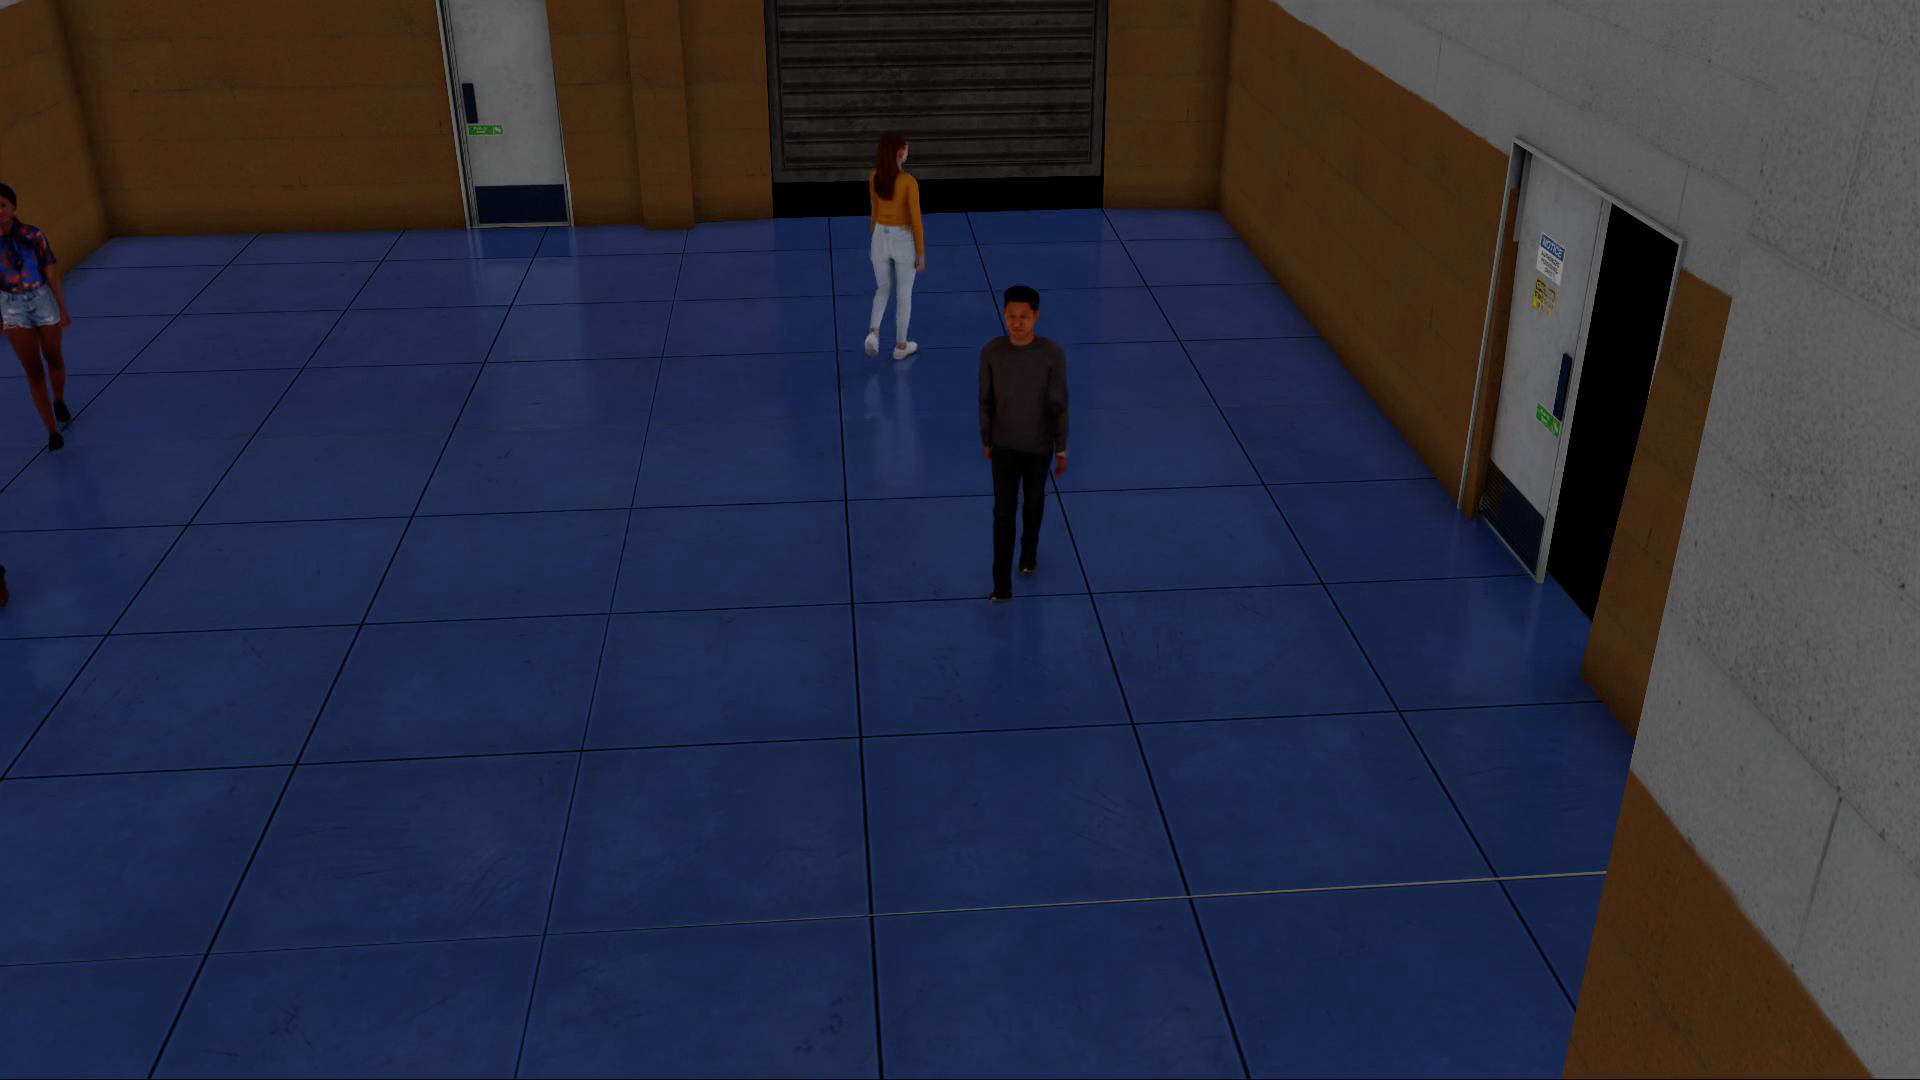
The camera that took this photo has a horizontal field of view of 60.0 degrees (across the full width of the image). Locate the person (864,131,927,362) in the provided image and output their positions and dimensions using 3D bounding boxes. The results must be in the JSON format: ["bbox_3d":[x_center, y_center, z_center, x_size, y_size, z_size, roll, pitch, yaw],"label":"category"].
[{"bbox_3d":[-0.519,-2.102,12.148,0.920,1.739,0.912,12,29,23],"label":"person"}]

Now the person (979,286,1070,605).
[{"bbox_3d":[0.372,-0.554,9.105,1.087,1.729,0.911,-13,30,-24],"label":"person"}]

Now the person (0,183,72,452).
[{"bbox_3d":[-6.126,-1.491,10.996,1.154,1.689,0.968,-14,30,-25],"label":"person"}]
